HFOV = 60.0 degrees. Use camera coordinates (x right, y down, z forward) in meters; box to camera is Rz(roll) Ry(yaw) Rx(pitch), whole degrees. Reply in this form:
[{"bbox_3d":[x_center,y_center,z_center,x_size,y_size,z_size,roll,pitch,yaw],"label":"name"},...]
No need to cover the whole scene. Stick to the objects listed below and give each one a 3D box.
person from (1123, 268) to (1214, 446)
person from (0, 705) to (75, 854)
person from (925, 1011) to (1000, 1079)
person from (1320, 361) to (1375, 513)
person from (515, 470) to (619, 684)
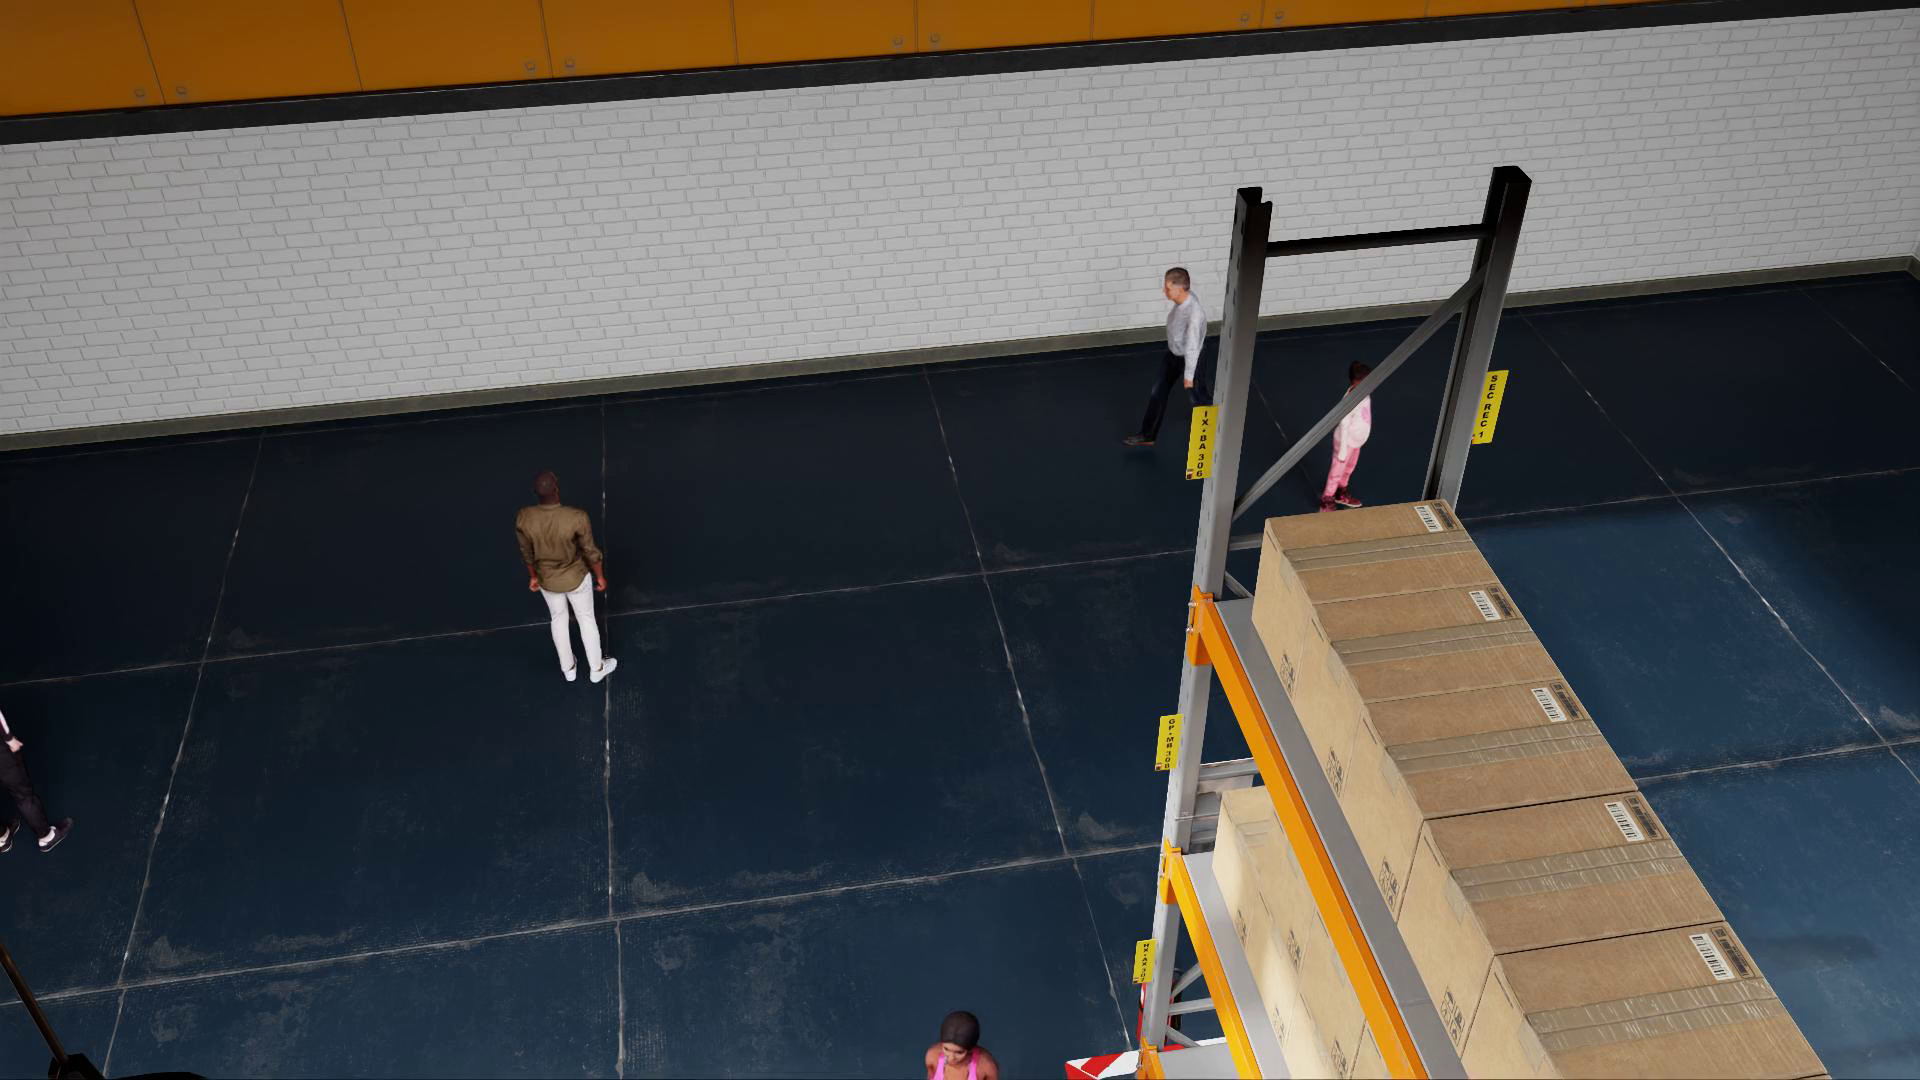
[{"bbox_3d":[2.015,-1.533,14.214,0.881,1.755,1.204,-9,40,-12],"label":"person"},{"bbox_3d":[-6.259,1.299,10.604,0.727,1.834,0.662,3,39,3],"label":"person"},{"bbox_3d":[0.045,2.943,8.645,0.769,1.710,0.913,11,40,13],"label":"person"},{"bbox_3d":[3.171,-0.838,13.590,0.672,1.447,0.622,28,46,30],"label":"person"},{"bbox_3d":[-2.822,0.279,11.892,0.774,1.820,0.643,2,39,3],"label":"person"}]
